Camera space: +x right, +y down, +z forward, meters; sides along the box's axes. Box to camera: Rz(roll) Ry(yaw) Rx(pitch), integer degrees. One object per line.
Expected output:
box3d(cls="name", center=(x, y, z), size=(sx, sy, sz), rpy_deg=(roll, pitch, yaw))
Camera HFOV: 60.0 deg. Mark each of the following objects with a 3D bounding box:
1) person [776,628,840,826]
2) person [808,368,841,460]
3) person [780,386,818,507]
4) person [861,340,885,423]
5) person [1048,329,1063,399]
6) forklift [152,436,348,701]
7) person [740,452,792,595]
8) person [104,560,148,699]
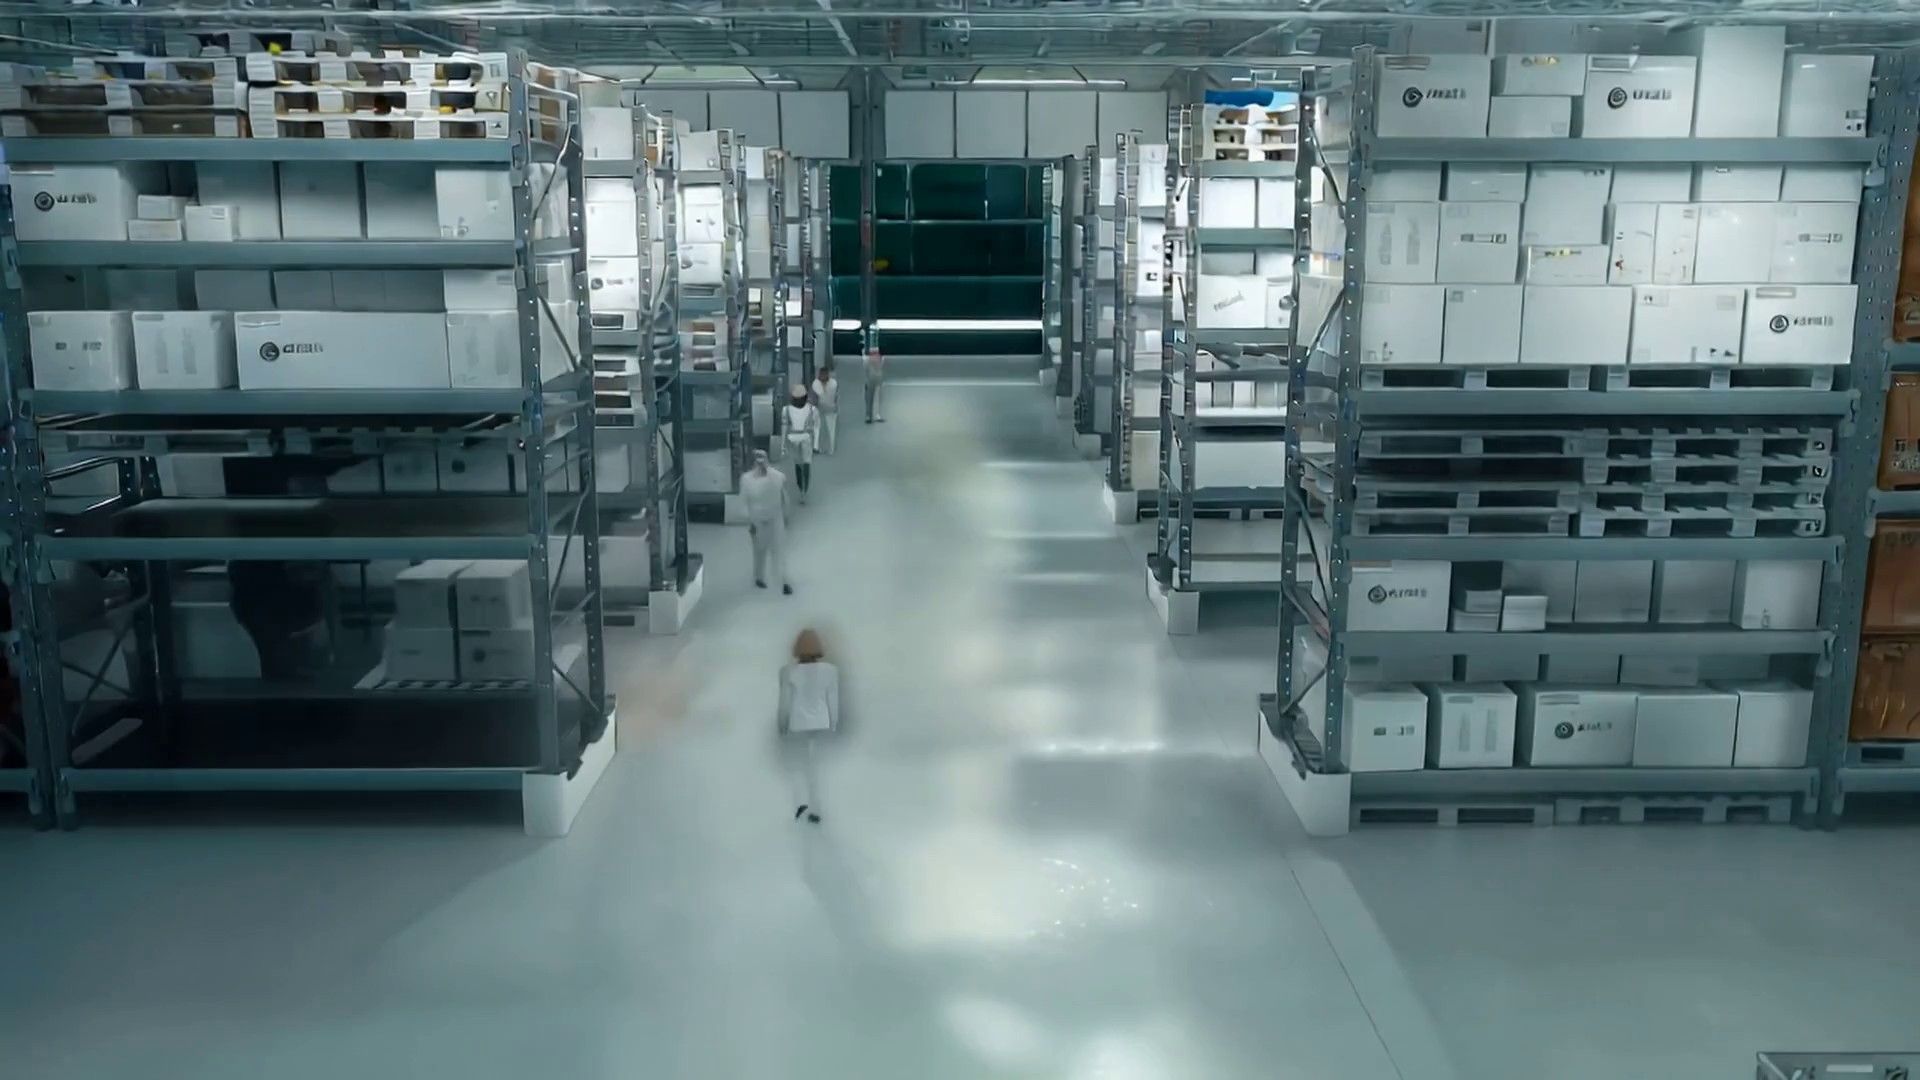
box3d(cls="person", center=(-1.216, 1.506, 13.355), size=(0.524, 1.622, 0.357), rpy_deg=(-3, 12, -14))
box3d(cls="person", center=(-2.674, -2.489, 32.748), size=(0.654, 1.787, 0.970), rpy_deg=(0, 11, -1))
box3d(cls="person", center=(-2.684, -1.554, 27.611), size=(0.630, 1.987, 1.042), rpy_deg=(0, 11, -1))
box3d(cls="person", center=(-1.962, -3.646, 38.209), size=(0.409, 1.903, 0.639), rpy_deg=(9, 15, 39))
box3d(cls="person", center=(2.607, -4.552, 42.957), size=(0.596, 1.794, 0.963), rpy_deg=(7, 13, 32))
box3d(cls="forklift", center=(-7.060, 0.187, 16.775), size=(1.873, 2.768, 1.129), rpy_deg=(0, 11, -1))
box3d(cls="person", center=(-2.487, -0.224, 21.389), size=(0.644, 1.848, 0.975), rpy_deg=(-3, 12, -17))
box3d(cls="person", center=(-8.294, 0.836, 16.503), size=(0.319, 1.695, 0.538), rpy_deg=(-10, 15, -42))
